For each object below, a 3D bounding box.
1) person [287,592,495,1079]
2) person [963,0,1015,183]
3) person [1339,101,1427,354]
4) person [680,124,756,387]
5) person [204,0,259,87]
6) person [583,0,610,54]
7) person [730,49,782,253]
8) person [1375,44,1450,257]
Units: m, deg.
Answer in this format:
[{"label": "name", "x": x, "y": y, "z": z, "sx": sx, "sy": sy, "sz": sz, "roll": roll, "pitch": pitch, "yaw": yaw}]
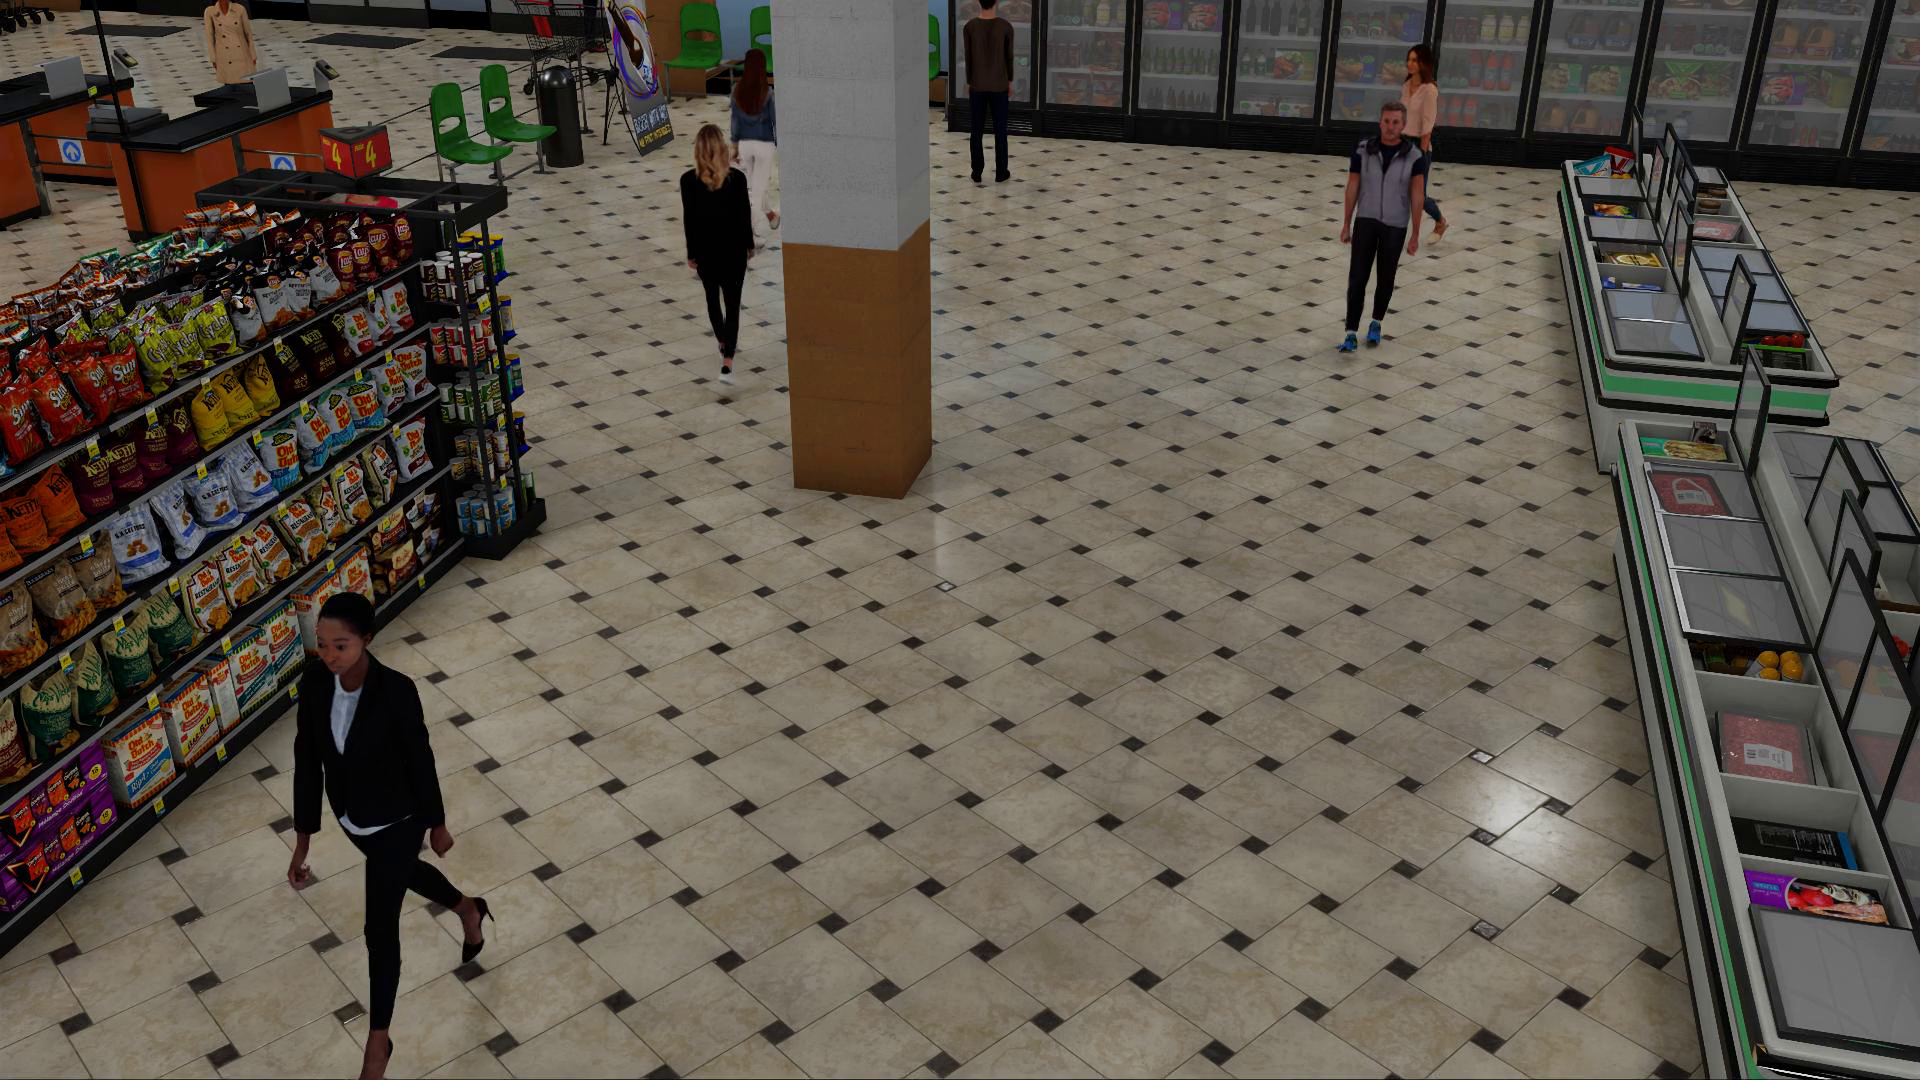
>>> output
[{"label": "person", "x": -1.937, "y": 0.955, "z": 5.741, "sx": 0.671, "sy": 1.784, "sz": 1.169, "roll": 9, "pitch": 28, "yaw": 18}, {"label": "person", "x": 0.283, "y": -4.467, "z": 16.316, "sx": 0.687, "sy": 1.889, "sz": 0.629, "roll": 2, "pitch": 27, "yaw": 5}, {"label": "person", "x": 3.074, "y": -2.295, "z": 12.129, "sx": 0.699, "sy": 1.803, "sz": 0.951, "roll": 7, "pitch": 28, "yaw": 13}, {"label": "person", "x": -1.650, "y": -1.901, "z": 11.400, "sx": 0.898, "sy": 1.759, "sz": 1.274, "roll": -2, "pitch": 27, "yaw": -3}, {"label": "person", "x": -7.874, "y": -5.223, "z": 18.036, "sx": 0.709, "sy": 1.682, "sz": 0.734, "roll": -11, "pitch": 29, "yaw": -20}, {"label": "person", "x": -5.024, "y": -7.501, "z": 22.479, "sx": 0.771, "sy": 1.725, "sz": 0.673, "roll": -10, "pitch": 29, "yaw": -20}, {"label": "person", "x": -1.785, "y": -3.302, "z": 14.274, "sx": 0.784, "sy": 1.659, "sz": 1.139, "roll": 13, "pitch": 29, "yaw": 23}, {"label": "person", "x": 3.911, "y": -3.283, "z": 14.119, "sx": 1.114, "sy": 1.764, "sz": 1.089, "roll": -13, "pitch": 30, "yaw": -24}]
